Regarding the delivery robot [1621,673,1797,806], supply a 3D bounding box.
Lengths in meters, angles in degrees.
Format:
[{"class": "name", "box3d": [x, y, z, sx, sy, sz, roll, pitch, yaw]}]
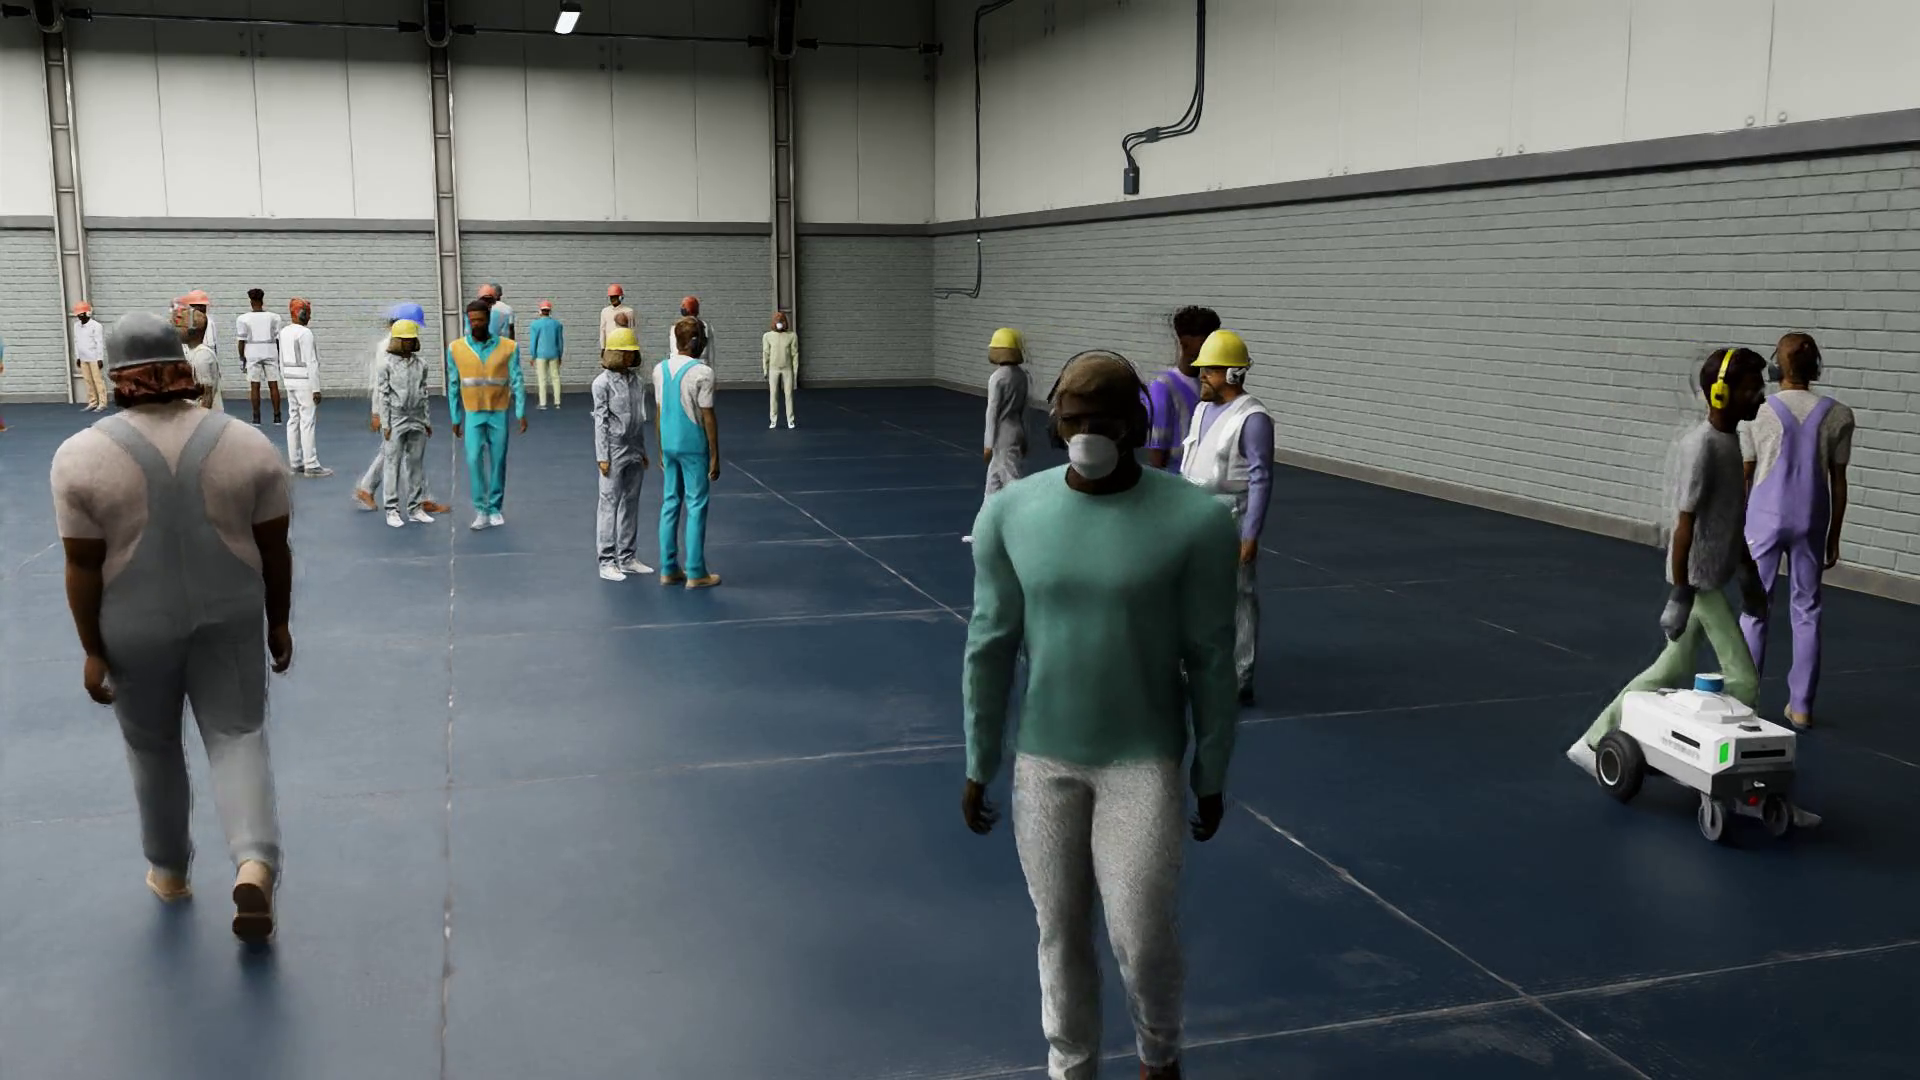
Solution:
[{"class": "delivery robot", "box3d": [2.872, 0.756, 6.407, 0.477, 0.478, 0.707, -2, 9, -10]}]

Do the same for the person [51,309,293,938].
[{"class": "person", "box3d": [-2.469, 0.237, 5.295, 0.683, 2.000, 0.955, -6, 11, -33]}]

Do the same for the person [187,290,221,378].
[{"class": "person", "box3d": [-9.757, -2.237, 21.405, 0.360, 1.939, 0.543, 3, 10, 21]}]

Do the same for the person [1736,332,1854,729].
[{"class": "person", "box3d": [3.822, -0.037, 7.707, 0.503, 1.838, 0.341, 2, 9, 13]}]

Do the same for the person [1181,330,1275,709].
[{"class": "person", "box3d": [1.272, -0.094, 8.063, 0.404, 1.834, 0.591, -4, 10, -22]}]

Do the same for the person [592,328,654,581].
[{"class": "person", "box3d": [-2.333, -0.598, 11.567, 0.314, 1.743, 0.493, 5, 10, 27]}]

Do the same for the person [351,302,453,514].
[{"class": "person", "box3d": [-5.028, -1.165, 14.759, 0.958, 1.889, 0.635, 1, 9, 6]}]

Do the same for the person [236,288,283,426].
[{"class": "person", "box3d": [-9.928, -2.592, 23.624, 0.606, 1.962, 0.371, -5, 10, -28]}]

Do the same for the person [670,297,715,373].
[{"class": "person", "box3d": [-3.117, -1.881, 19.448, 0.626, 1.888, 0.691, -8, 12, -40]}]

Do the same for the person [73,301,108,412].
[{"class": "person", "box3d": [-13.666, -2.866, 26.074, 0.555, 1.735, 0.380, 4, 10, 24]}]

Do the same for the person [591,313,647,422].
[{"class": "person", "box3d": [-4.902, -2.476, 24.020, 0.878, 1.583, 0.529, 2, 9, 14]}]

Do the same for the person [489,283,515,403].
[{"class": "person", "box3d": [-7.756, -3.296, 27.837, 0.687, 2.000, 0.535, 1, 9, 6]}]

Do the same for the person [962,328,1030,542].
[{"class": "person", "box3d": [0.396, -0.784, 12.862, 0.846, 1.708, 0.495, 5, 10, 29]}]

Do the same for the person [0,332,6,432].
[{"class": "person", "box3d": [-13.310, -2.443, 22.552, 0.609, 1.992, 0.383, -4, 10, -22]}]

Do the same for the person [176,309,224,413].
[{"class": "person", "box3d": [-6.000, -0.899, 13.160, 0.344, 1.847, 0.507, -4, 10, -24]}]

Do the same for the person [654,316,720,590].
[{"class": "person", "box3d": [-1.831, -0.580, 11.173, 0.520, 1.835, 0.339, 5, 10, 31]}]

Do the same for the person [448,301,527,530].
[{"class": "person", "box3d": [-3.943, -1.040, 13.913, 0.630, 1.895, 0.619, -2, 9, -15]}]

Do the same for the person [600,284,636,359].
[{"class": "person", "box3d": [-5.472, -3.075, 26.570, 0.612, 1.995, 0.382, 2, 9, 14]}]

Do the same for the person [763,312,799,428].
[{"class": "person", "box3d": [-2.494, -2.361, 23.194, 0.501, 1.626, 0.282, -1, 9, -4]}]

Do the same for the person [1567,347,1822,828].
[{"class": "person", "box3d": [2.884, 0.157, 6.521, 0.944, 1.827, 0.560, 6, 10, 32]}]

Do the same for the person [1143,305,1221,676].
[{"class": "person", "box3d": [1.168, -0.261, 8.762, 0.502, 1.950, 0.624, 8, 12, 40]}]

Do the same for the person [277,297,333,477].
[{"class": "person", "box3d": [-6.938, -1.607, 17.553, 0.574, 1.887, 0.355, 7, 11, 36]}]

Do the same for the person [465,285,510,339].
[{"class": "person", "box3d": [-6.736, -2.630, 23.752, 0.626, 2.000, 1.027, -4, 10, -24]}]

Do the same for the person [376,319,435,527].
[{"class": "person", "box3d": [-4.675, -0.990, 14.065, 0.322, 1.743, 0.489, 7, 11, 36]}]

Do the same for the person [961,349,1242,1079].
[{"class": "person", "box3d": [0.312, 0.524, 3.857, 0.632, 1.927, 0.431, 3, 9, 20]}]

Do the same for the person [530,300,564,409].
[{"class": "person", "box3d": [-6.658, -2.985, 26.765, 0.572, 1.748, 0.342, -7, 11, -38]}]
